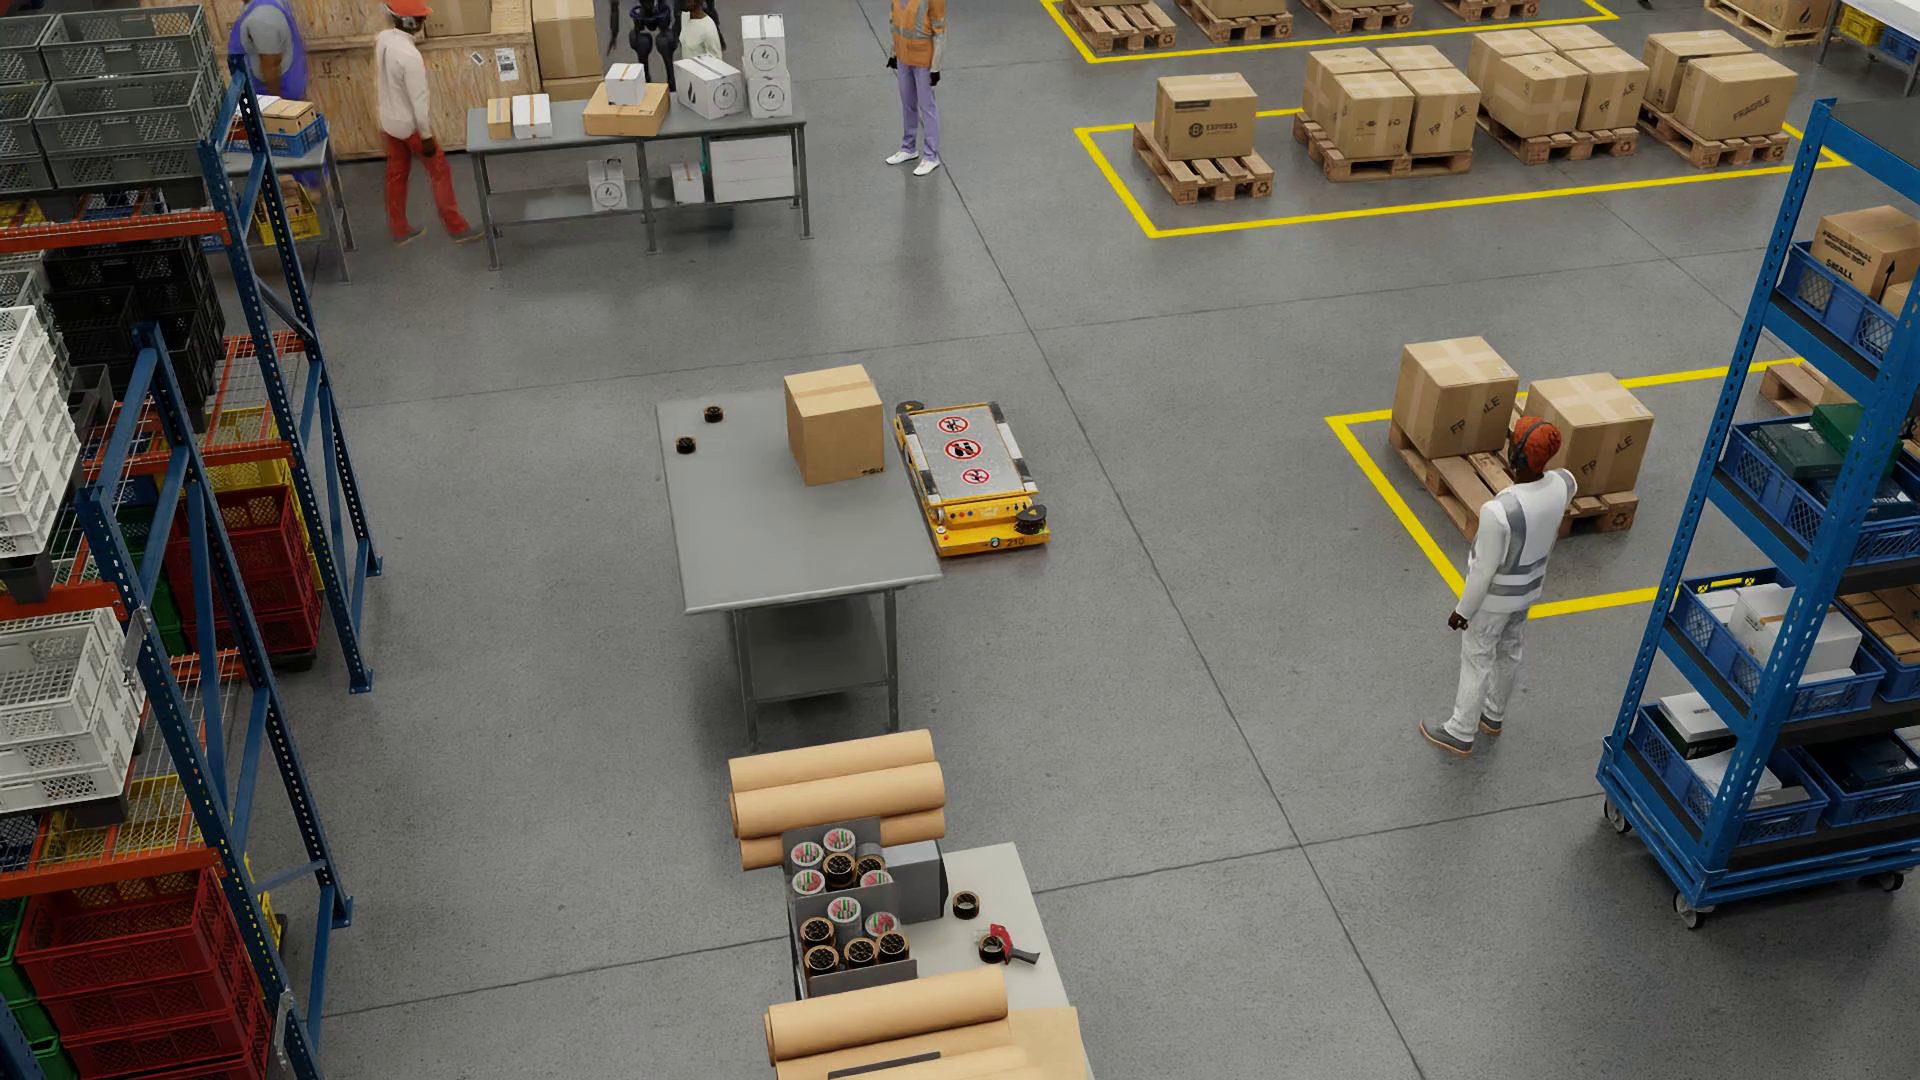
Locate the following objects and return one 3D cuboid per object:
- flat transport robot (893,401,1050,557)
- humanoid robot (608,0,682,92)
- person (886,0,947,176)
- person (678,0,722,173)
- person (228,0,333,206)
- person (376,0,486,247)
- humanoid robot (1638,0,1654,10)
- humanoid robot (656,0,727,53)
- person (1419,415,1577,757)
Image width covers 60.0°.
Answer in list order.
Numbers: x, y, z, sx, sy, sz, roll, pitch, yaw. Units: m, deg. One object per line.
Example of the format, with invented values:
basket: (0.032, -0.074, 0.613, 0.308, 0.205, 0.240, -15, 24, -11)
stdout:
flat transport robot: (0.046, -0.430, 10.108, 0.652, 0.197, 1.431, -8, 37, -10)
humanoid robot: (-2.665, -4.322, 14.182, 0.658, 1.647, 0.405, 2, 37, 2)
person: (-0.368, -3.911, 13.422, 0.363, 1.926, 0.592, -30, 46, -34)
person: (-2.036, -3.582, 13.112, 0.326, 1.768, 0.524, -22, 42, -27)
person: (-5.322, -3.548, 12.840, 0.549, 2.000, 0.701, -7, 37, -10)
person: (-4.022, -3.098, 12.317, 0.693, 1.952, 0.614, -28, 45, -32)
humanoid robot: (7.012, -6.228, 16.753, 0.613, 1.644, 0.437, 0, 37, 0)
humanoid robot: (-2.303, -4.535, 14.494, 0.636, 1.624, 0.656, 15, 39, 19)
person: (2.559, 0.232, 7.890, 0.573, 1.882, 0.356, -24, 43, -29)
